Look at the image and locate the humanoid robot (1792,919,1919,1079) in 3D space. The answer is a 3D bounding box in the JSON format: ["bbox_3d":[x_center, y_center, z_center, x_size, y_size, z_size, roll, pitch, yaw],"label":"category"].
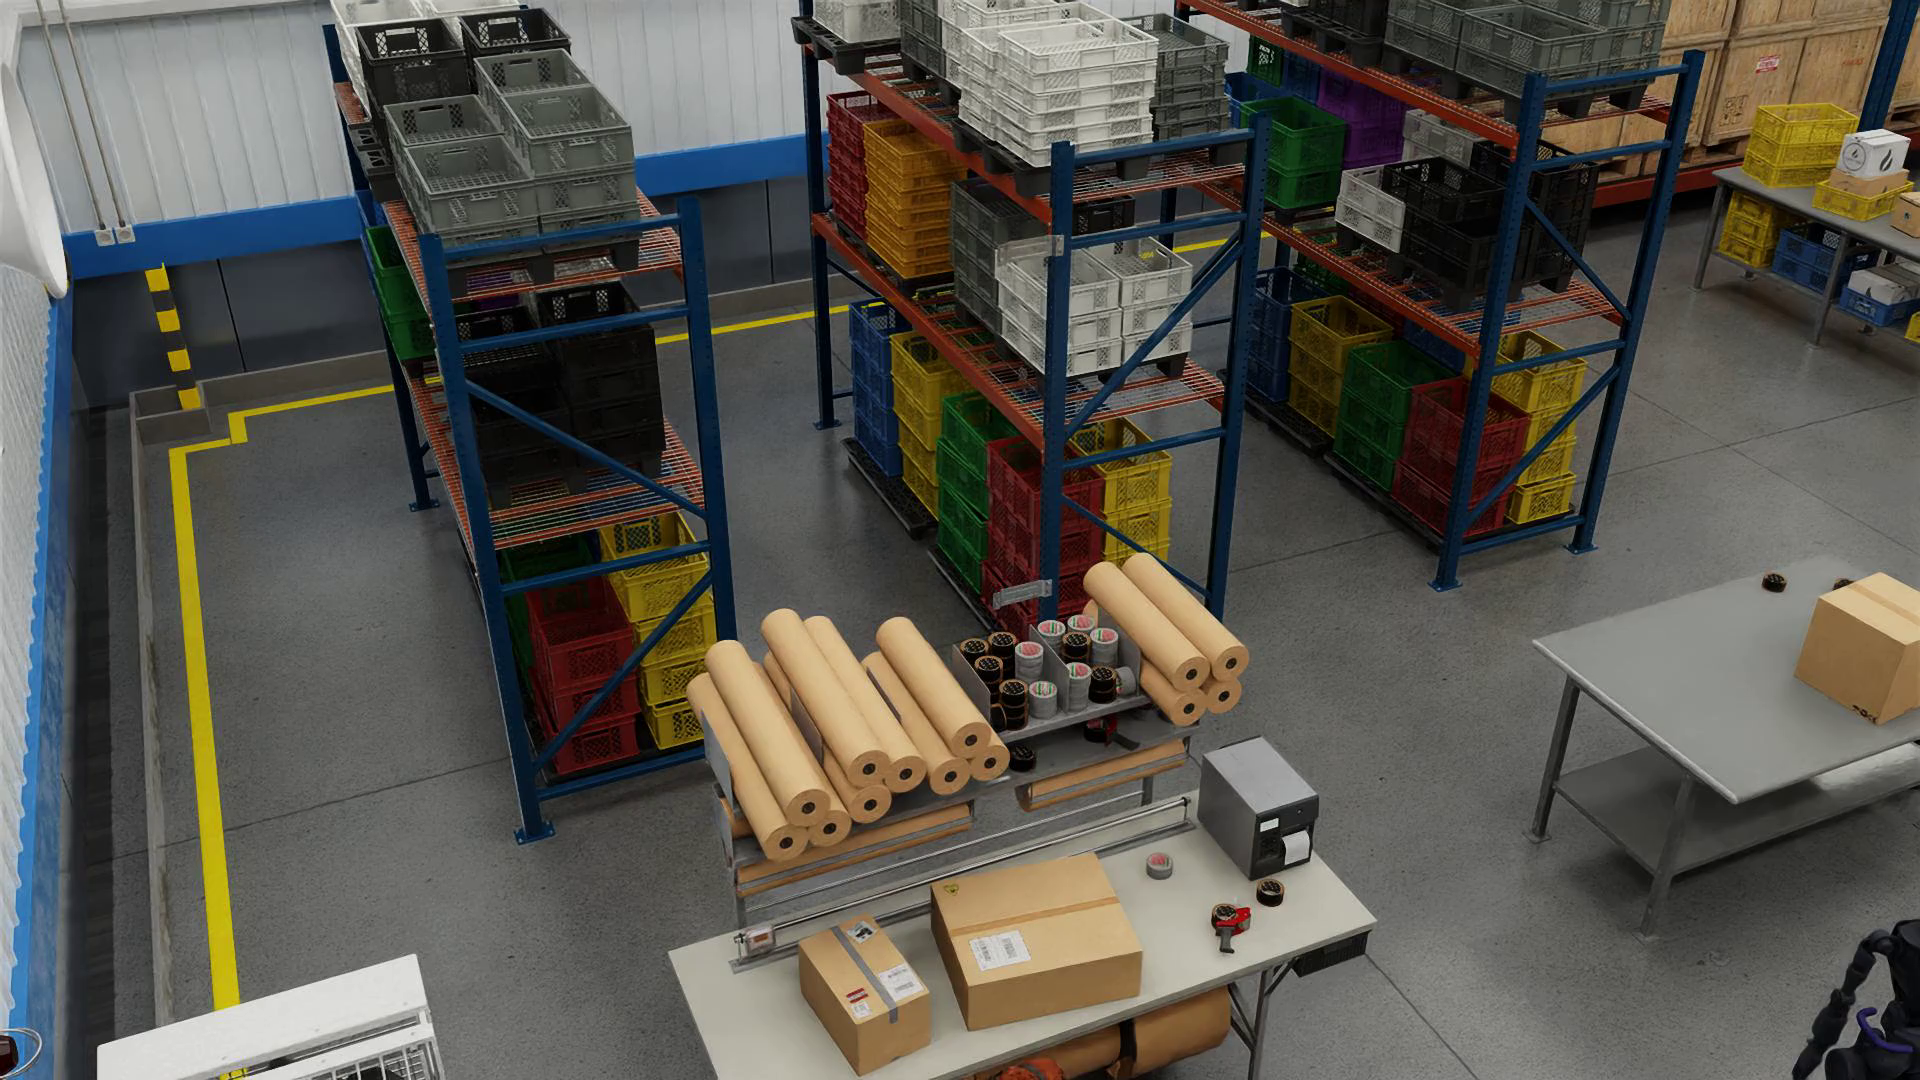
[{"bbox_3d":[3.229,1.771,5.748,0.575,1.652,0.318,-1,32,-2],"label":"humanoid robot"}]

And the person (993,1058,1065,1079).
[{"bbox_3d":[0.076,2.237,4.828,0.601,1.847,0.631,14,34,21],"label":"person"}]
